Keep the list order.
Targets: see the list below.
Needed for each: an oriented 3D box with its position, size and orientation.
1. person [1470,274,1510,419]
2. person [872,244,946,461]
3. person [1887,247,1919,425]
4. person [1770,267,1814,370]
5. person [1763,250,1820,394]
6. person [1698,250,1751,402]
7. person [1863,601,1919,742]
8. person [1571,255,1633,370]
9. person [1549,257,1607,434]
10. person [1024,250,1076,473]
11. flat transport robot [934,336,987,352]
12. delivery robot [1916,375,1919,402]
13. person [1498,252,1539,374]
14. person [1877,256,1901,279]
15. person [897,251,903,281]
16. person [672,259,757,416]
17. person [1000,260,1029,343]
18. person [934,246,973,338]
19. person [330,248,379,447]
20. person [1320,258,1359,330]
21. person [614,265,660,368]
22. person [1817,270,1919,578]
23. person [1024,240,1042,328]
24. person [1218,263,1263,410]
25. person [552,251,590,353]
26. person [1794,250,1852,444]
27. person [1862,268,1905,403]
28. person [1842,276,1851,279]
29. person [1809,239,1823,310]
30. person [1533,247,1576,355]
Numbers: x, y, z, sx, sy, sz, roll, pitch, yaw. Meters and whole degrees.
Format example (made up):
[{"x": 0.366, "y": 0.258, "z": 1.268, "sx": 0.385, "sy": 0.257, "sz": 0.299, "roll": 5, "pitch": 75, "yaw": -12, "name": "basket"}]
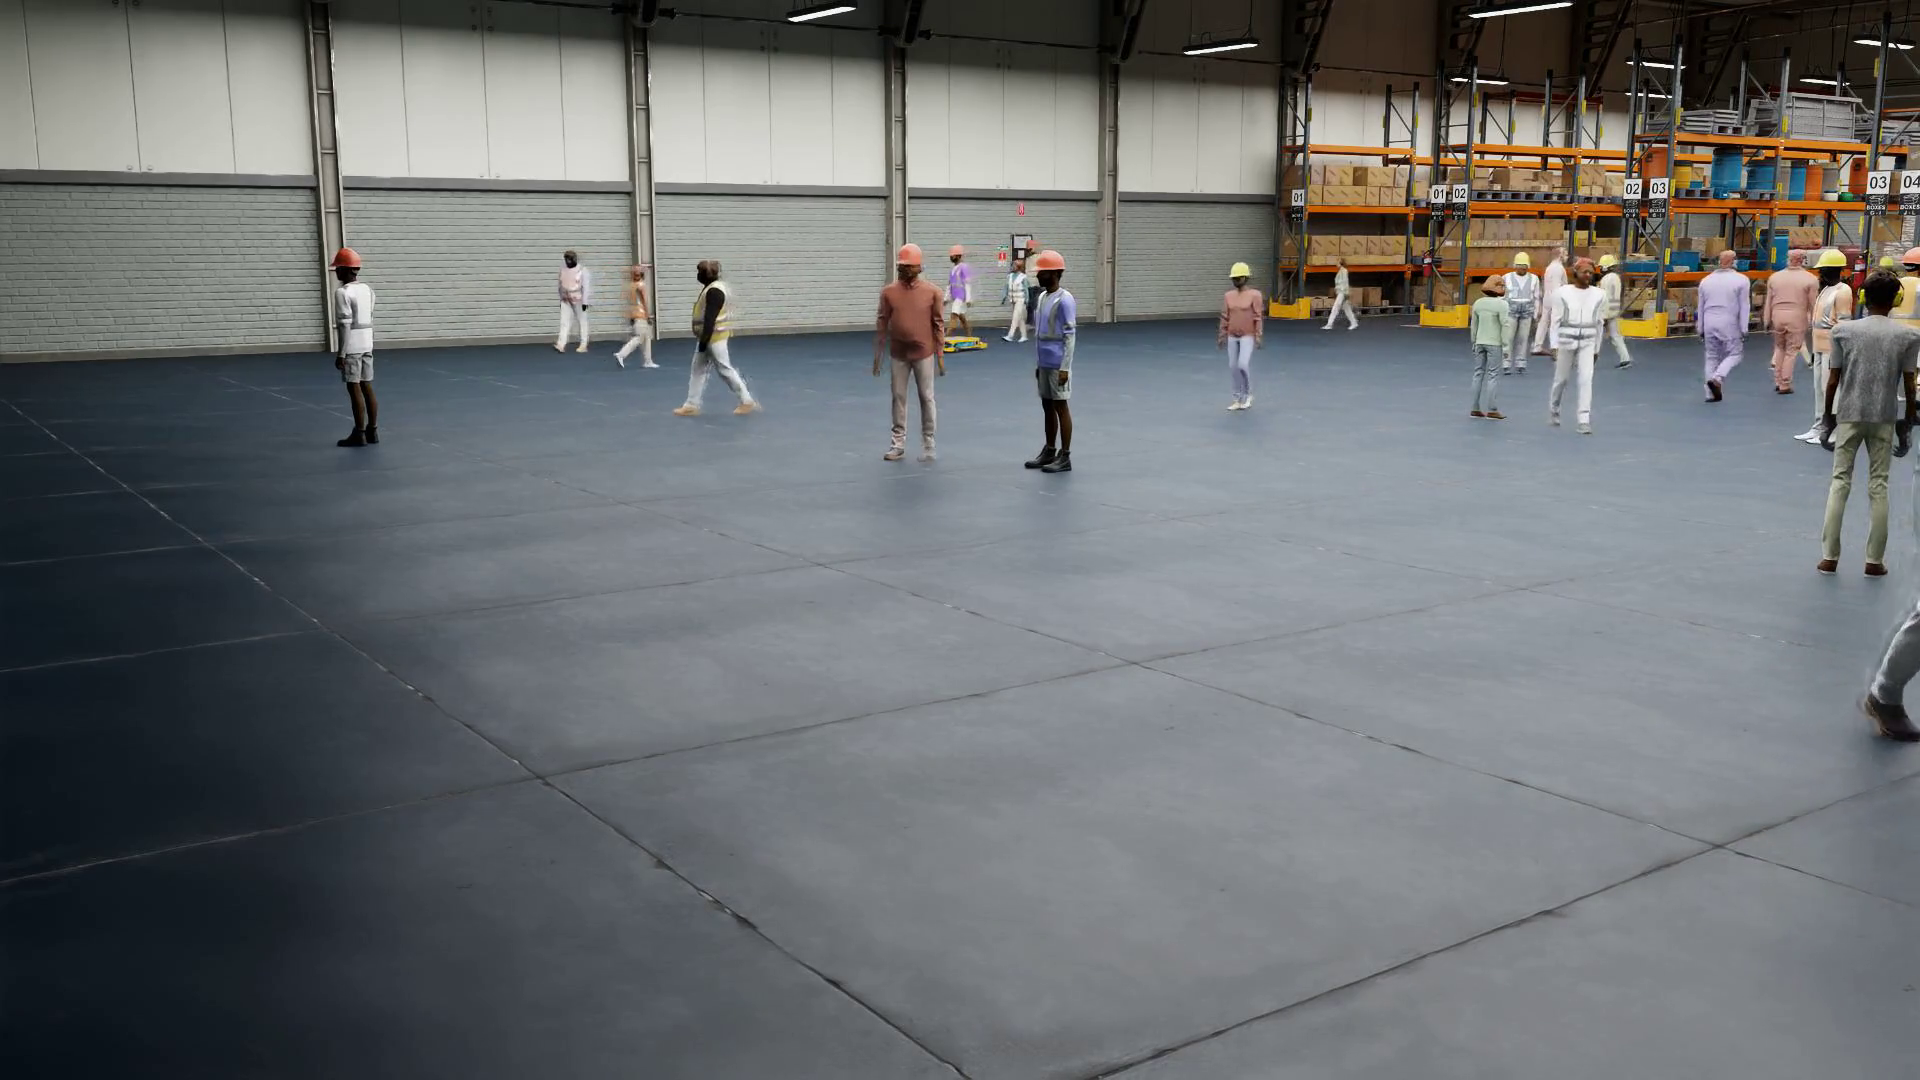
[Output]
[{"x": 6.015, "y": -2.187, "z": 18.865, "sx": 0.279, "sy": 1.631, "sz": 0.504, "roll": -6, "pitch": 12, "yaw": -31, "name": "person"}, {"x": -0.474, "y": -1.721, "z": 15.361, "sx": 0.722, "sy": 1.983, "sz": 0.487, "roll": 2, "pitch": 11, "yaw": 12, "name": "person"}, {"x": 10.378, "y": -2.223, "z": 18.226, "sx": 0.370, "sy": 1.939, "sz": 0.543, "roll": -7, "pitch": 12, "yaw": -34, "name": "person"}, {"x": 12.994, "y": -3.413, "z": 25.683, "sx": 0.849, "sy": 1.584, "sz": 0.528, "roll": 2, "pitch": 10, "yaw": 9, "name": "person"}, {"x": 10.988, "y": -2.866, "z": 21.906, "sx": 0.722, "sy": 1.880, "sz": 0.673, "roll": -9, "pitch": 13, "yaw": -40, "name": "person"}, {"x": 9.434, "y": -2.630, "z": 20.594, "sx": 0.496, "sy": 1.887, "sz": 0.671, "roll": -8, "pitch": 13, "yaw": -36, "name": "person"}, {"x": 3.951, "y": -0.026, "z": 6.463, "sx": 0.594, "sy": 1.846, "sz": 0.979, "roll": -2, "pitch": 10, "yaw": -9, "name": "person"}, {"x": 10.055, "y": -3.532, "z": 25.834, "sx": 0.943, "sy": 1.785, "sz": 0.610, "roll": 9, "pitch": 14, "yaw": 41, "name": "person"}, {"x": 6.559, "y": -2.086, "z": 17.753, "sx": 0.576, "sy": 1.848, "sz": 0.925, "roll": 1, "pitch": 10, "yaw": 8, "name": "person"}, {"x": 0.800, "y": -1.559, "z": 14.585, "sx": 0.377, "sy": 1.938, "sz": 0.547, "roll": -5, "pitch": 11, "yaw": -24, "name": "person"}, {"x": -0.159, "y": -3.546, "z": 30.050, "sx": 0.652, "sy": 0.197, "sz": 1.431, "roll": 6, "pitch": 12, "yaw": 31, "name": "flat transport robot"}, {"x": 11.402, "y": -1.807, "z": 19.485, "sx": 0.707, "sy": 0.478, "sz": 0.477, "roll": -9, "pitch": 14, "yaw": -41, "name": "delivery robot"}, {"x": 8.368, "y": -3.392, "z": 24.930, "sx": 0.599, "sy": 1.829, "sz": 0.404, "roll": 1, "pitch": 10, "yaw": 7, "name": "person"}, {"x": 15.279, "y": -3.818, "z": 27.518, "sx": 0.505, "sy": 1.729, "sz": 0.401, "roll": 2, "pitch": 10, "yaw": 9, "name": "person"}, {"x": -0.959, "y": -4.553, "z": 31.314, "sx": 0.723, "sy": 1.831, "sz": 0.525, "roll": -5, "pitch": 11, "yaw": -26, "name": "person"}, {"x": -2.823, "y": -2.325, "z": 19.155, "sx": 0.932, "sy": 1.809, "sz": 0.617, "roll": -3, "pitch": 11, "yaw": -17, "name": "person"}, {"x": 1.070, "y": -4.646, "z": 32.460, "sx": 0.867, "sy": 1.592, "sz": 0.518, "roll": -9, "pitch": 14, "yaw": -42, "name": "person"}, {"x": -0.122, "y": -4.511, "z": 30.918, "sx": 1.017, "sy": 1.878, "sz": 0.560, "roll": -5, "pitch": 12, "yaw": -27, "name": "person"}, {"x": -5.975, "y": -1.889, "z": 16.382, "sx": 0.351, "sy": 1.942, "sz": 0.547, "roll": 2, "pitch": 11, "yaw": 11, "name": "person"}, {"x": 8.488, "y": -5.463, "z": 36.938, "sx": 0.870, "sy": 1.594, "sz": 0.534, "roll": 0, "pitch": 10, "yaw": 1, "name": "person"}, {"x": -5.061, "y": -3.472, "z": 25.942, "sx": 0.705, "sy": 1.618, "sz": 0.505, "roll": -6, "pitch": 12, "yaw": -28, "name": "person"}, {"x": 5.500, "y": -0.698, "z": 10.090, "sx": 0.503, "sy": 1.860, "sz": 0.311, "roll": 5, "pitch": 11, "yaw": 25, "name": "person"}, {"x": 1.678, "y": -5.734, "z": 37.362, "sx": 0.564, "sy": 1.981, "sz": 0.628, "roll": -5, "pitch": 11, "yaw": -24, "name": "person"}, {"x": 3.306, "y": -2.395, "z": 19.681, "sx": 0.543, "sy": 1.750, "sz": 0.397, "roll": 9, "pitch": 14, "yaw": 40, "name": "person"}, {"x": -6.879, "y": -4.189, "z": 29.371, "sx": 0.659, "sy": 1.798, "sz": 0.919, "roll": 3, "pitch": 11, "yaw": 16, "name": "person"}, {"x": 8.641, "y": -1.919, "z": 16.586, "sx": 0.367, "sy": 1.926, "sz": 0.594, "roll": 2, "pitch": 10, "yaw": 8, "name": "person"}, {"x": 11.517, "y": -2.529, "z": 20.679, "sx": 0.562, "sy": 1.668, "sz": 0.507, "roll": 7, "pitch": 13, "yaw": 35, "name": "person"}, {"x": 25.104, "y": -7.365, "z": 46.706, "sx": 0.602, "sy": 1.832, "sz": 0.761, "roll": 6, "pitch": 12, "yaw": 29, "name": "person"}, {"x": 23.335, "y": -7.189, "z": 45.310, "sx": 1.037, "sy": 2.009, "sz": 0.616, "roll": -7, "pitch": 12, "yaw": -34, "name": "person"}, {"x": 10.417, "y": -4.111, "z": 28.766, "sx": 0.952, "sy": 1.860, "sz": 0.679, "roll": 1, "pitch": 10, "yaw": 4, "name": "person"}]
